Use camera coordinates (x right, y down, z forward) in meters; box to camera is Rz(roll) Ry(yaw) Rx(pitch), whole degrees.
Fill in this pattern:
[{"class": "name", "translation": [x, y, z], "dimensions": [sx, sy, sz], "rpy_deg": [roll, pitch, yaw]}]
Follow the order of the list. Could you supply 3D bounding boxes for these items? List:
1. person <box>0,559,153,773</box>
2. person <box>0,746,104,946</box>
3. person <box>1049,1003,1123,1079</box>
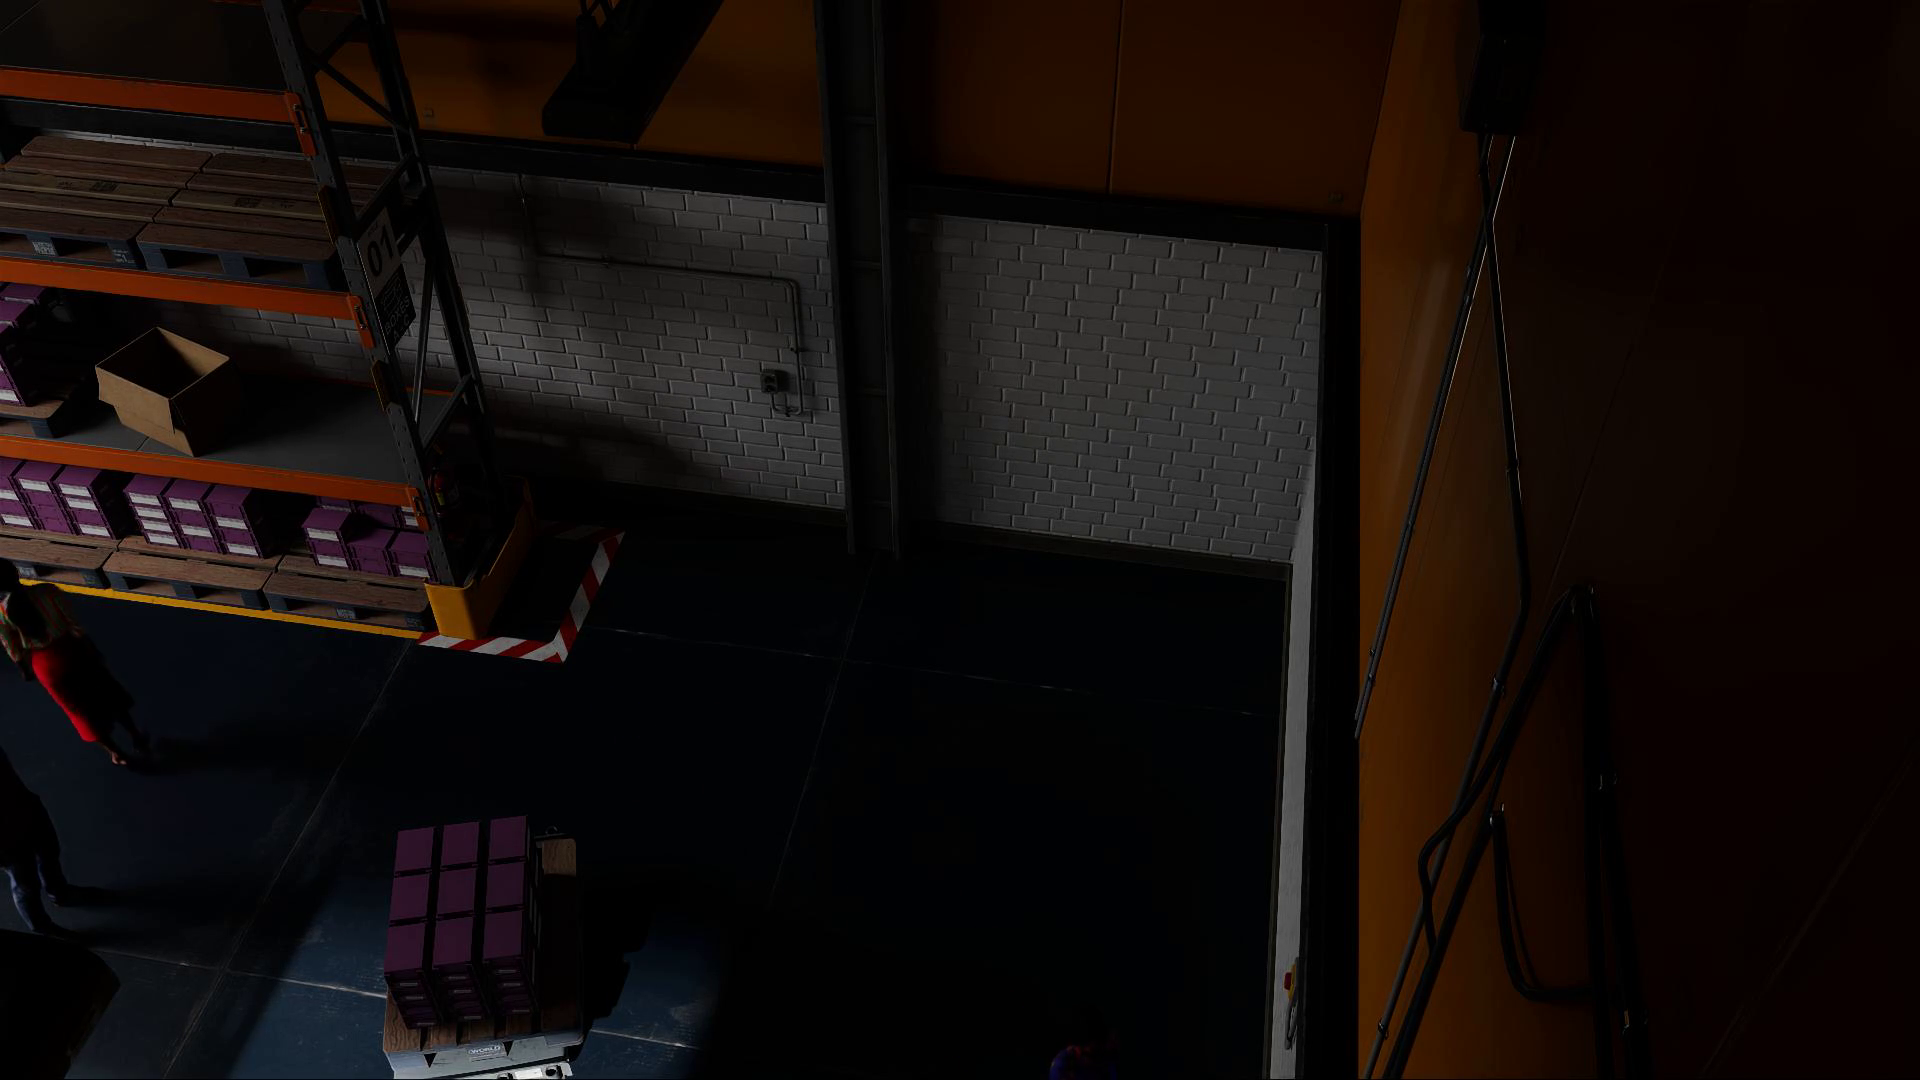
[{"class": "person", "translation": [-5.425, 0.807, 10.166], "dimensions": [0.785, 1.750, 0.831], "rpy_deg": [-22, 48, -21]}, {"class": "person", "translation": [-5.320, 1.570, 9.293], "dimensions": [0.598, 1.849, 0.702], "rpy_deg": [-1, 44, -1]}, {"class": "person", "translation": [0.574, 2.780, 8.102], "dimensions": [0.674, 1.741, 0.711], "rpy_deg": [-32, 52, -29]}]
